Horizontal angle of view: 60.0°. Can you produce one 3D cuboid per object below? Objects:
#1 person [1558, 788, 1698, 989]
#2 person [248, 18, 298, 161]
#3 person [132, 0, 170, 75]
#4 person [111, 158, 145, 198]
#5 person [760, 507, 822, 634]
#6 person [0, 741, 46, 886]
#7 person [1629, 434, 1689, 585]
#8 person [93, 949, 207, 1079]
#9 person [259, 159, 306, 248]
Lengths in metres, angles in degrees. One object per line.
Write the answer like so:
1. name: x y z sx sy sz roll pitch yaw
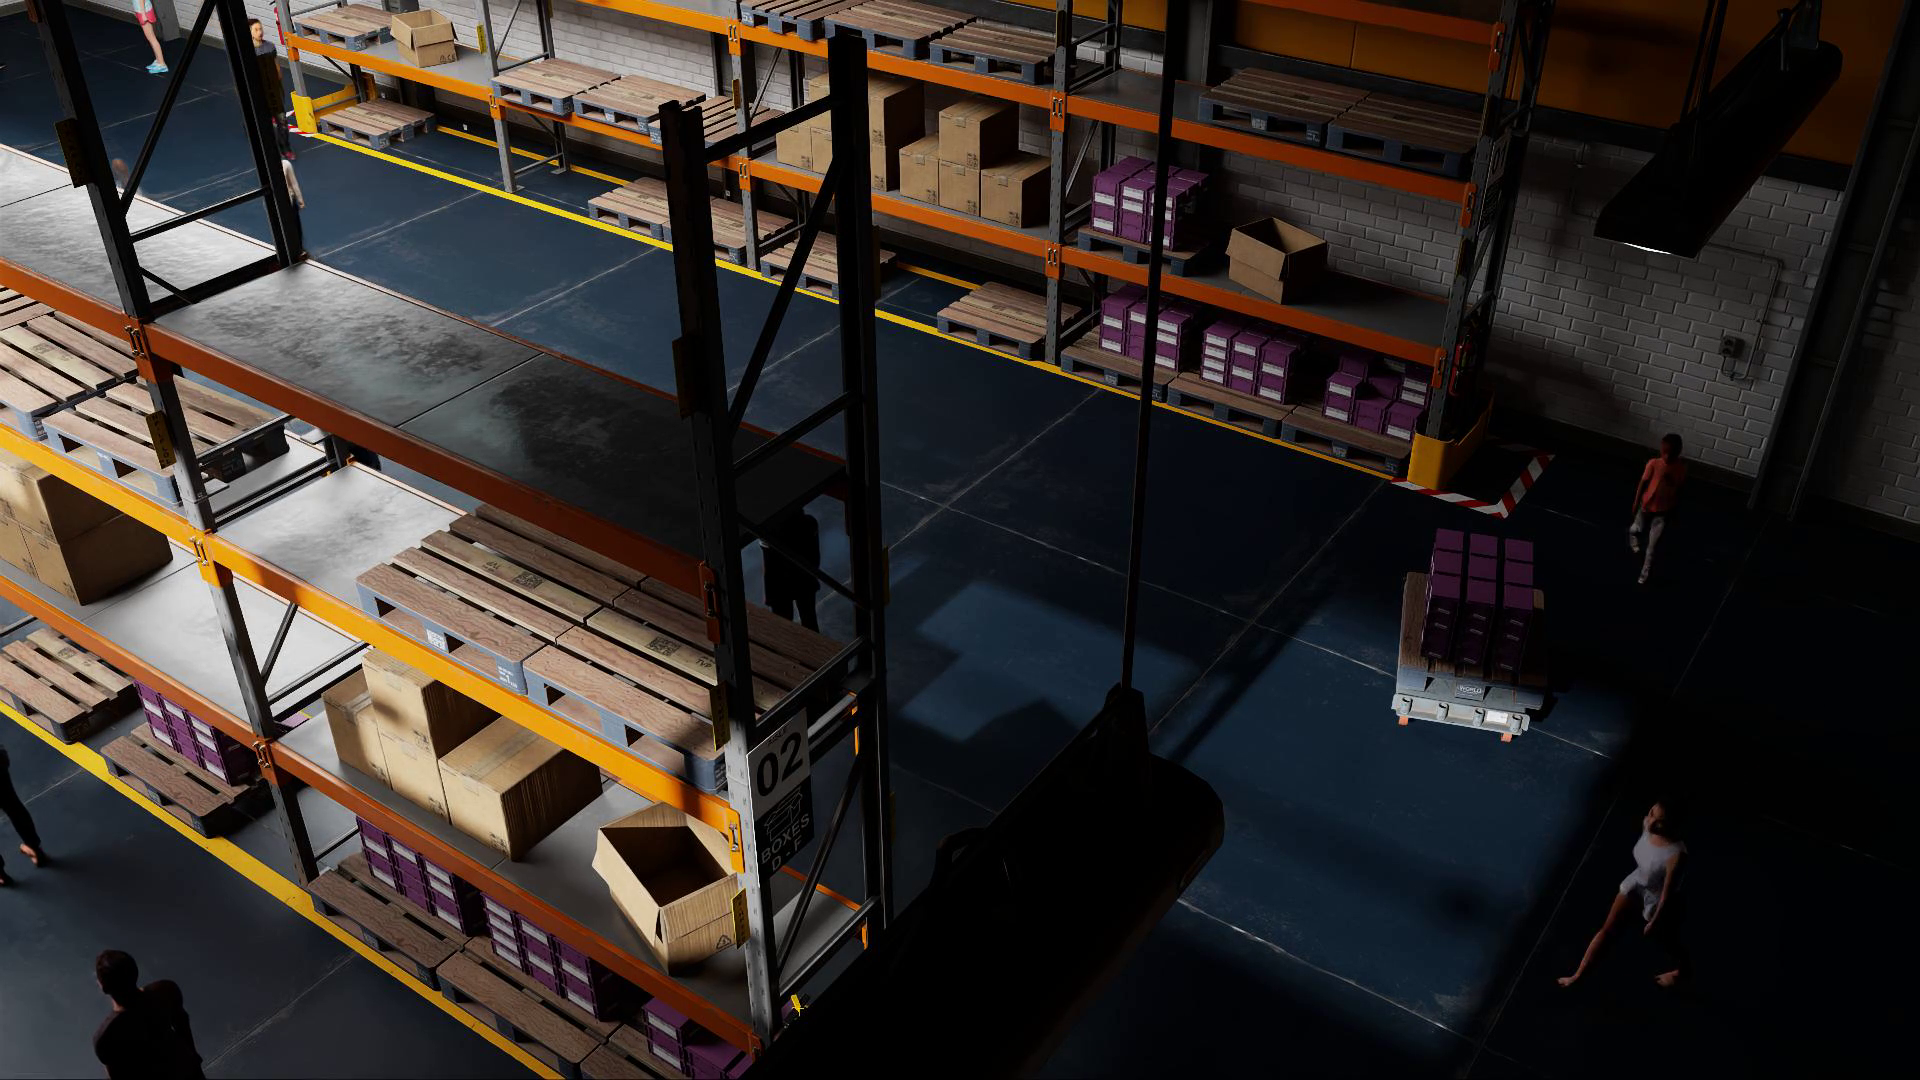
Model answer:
1. person: 4.125 2.066 9.694 1.099 1.582 1.066 -4 34 -6
2. person: -8.927 -5.773 21.298 0.986 1.790 0.736 26 42 34
3. person: -11.908 -7.719 24.250 0.718 1.764 0.613 -19 38 -26
4. person: -9.318 -3.676 18.707 0.703 1.166 0.873 -17 37 -24
5. person: -1.222 0.336 12.163 0.702 1.729 0.716 -17 37 -24
6. person: -6.218 1.411 10.461 0.511 1.823 0.592 20 39 28
7. person: 5.679 -0.336 13.570 0.894 1.291 0.754 9 35 13
8. person: -4.029 2.754 8.413 0.606 1.853 0.680 14 36 20
9. person: -7.524 -3.707 18.518 0.820 1.427 1.070 -19 38 -26
